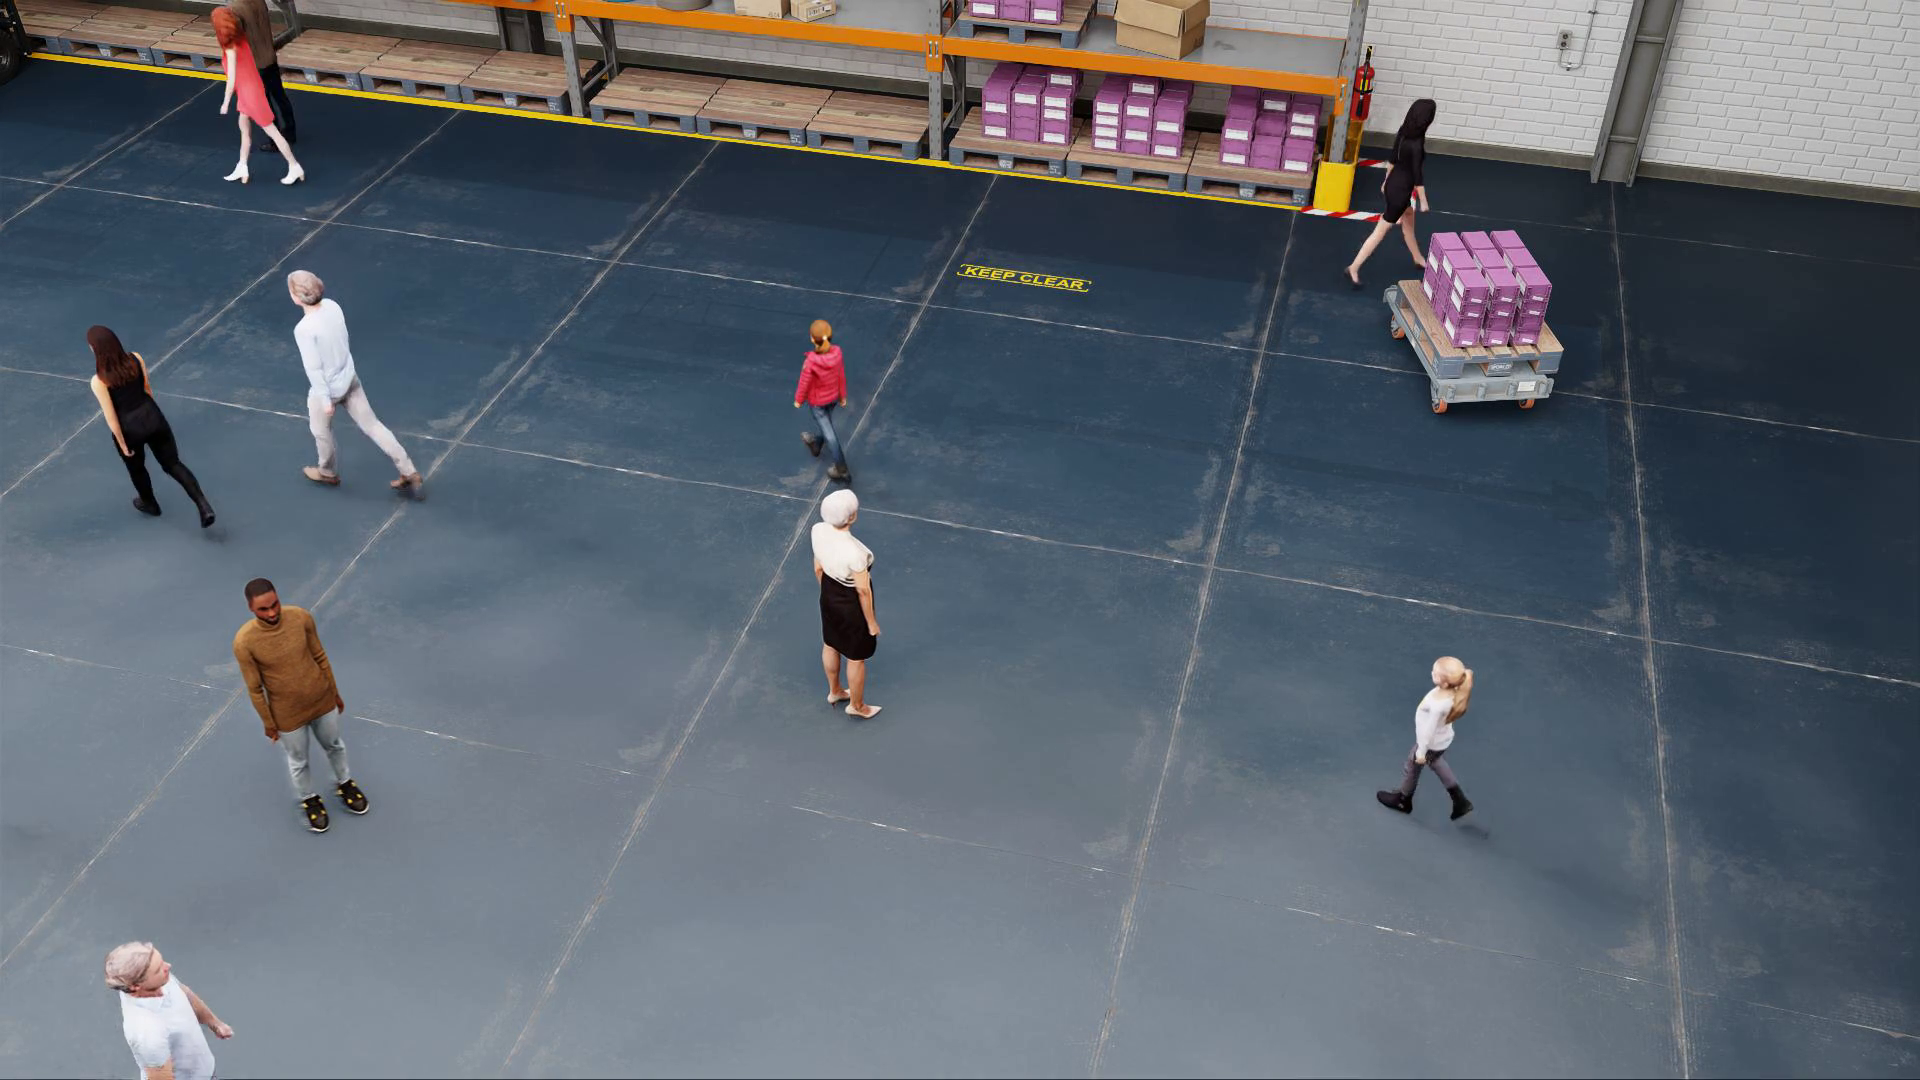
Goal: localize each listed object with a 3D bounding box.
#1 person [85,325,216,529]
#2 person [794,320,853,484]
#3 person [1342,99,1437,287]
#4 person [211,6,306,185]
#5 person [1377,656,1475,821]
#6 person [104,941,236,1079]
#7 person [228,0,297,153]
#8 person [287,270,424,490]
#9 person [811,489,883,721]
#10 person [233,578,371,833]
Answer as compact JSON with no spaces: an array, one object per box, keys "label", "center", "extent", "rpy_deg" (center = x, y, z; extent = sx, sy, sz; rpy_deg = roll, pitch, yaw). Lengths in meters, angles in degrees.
[{"label":"person","center":[-5.766,-0.765,11.828],"extent":[1.161,1.659,0.830],"rpy_deg":[23,44,26]},{"label":"person","center":[-0.973,-1.008,12.431],"extent":[0.799,1.286,0.957],"rpy_deg":[-31,48,-33]},{"label":"person","center":[3.732,-2.966,14.511],"extent":[1.183,1.749,0.816],"rpy_deg":[-1,39,-1]},{"label":"person","center":[-6.739,-4.247,16.082],"extent":[1.084,1.790,0.872],"rpy_deg":[-7,39,-9]},{"label":"person","center":[2.816,1.178,9.708],"extent":[0.851,1.268,0.685],"rpy_deg":[27,46,30]},{"label":"person","center":[-3.673,2.494,7.641],"extent":[1.225,1.791,1.105],"rpy_deg":[-15,41,-18]},{"label":"person","center":[-7.063,-4.847,16.754],"extent":[0.561,1.889,0.644],"rpy_deg":[10,40,13]},{"label":"person","center":[-4.445,-1.100,12.092],"extent":[1.258,1.852,0.719],"rpy_deg":[12,40,15]},{"label":"person","center":[-0.712,0.412,10.277],"extent":[0.648,1.755,0.777],"rpy_deg":[32,48,33]},{"label":"person","center":[-3.811,0.921,9.591],"extent":[0.705,1.817,0.721],"rpy_deg":[-31,48,-33]}]
